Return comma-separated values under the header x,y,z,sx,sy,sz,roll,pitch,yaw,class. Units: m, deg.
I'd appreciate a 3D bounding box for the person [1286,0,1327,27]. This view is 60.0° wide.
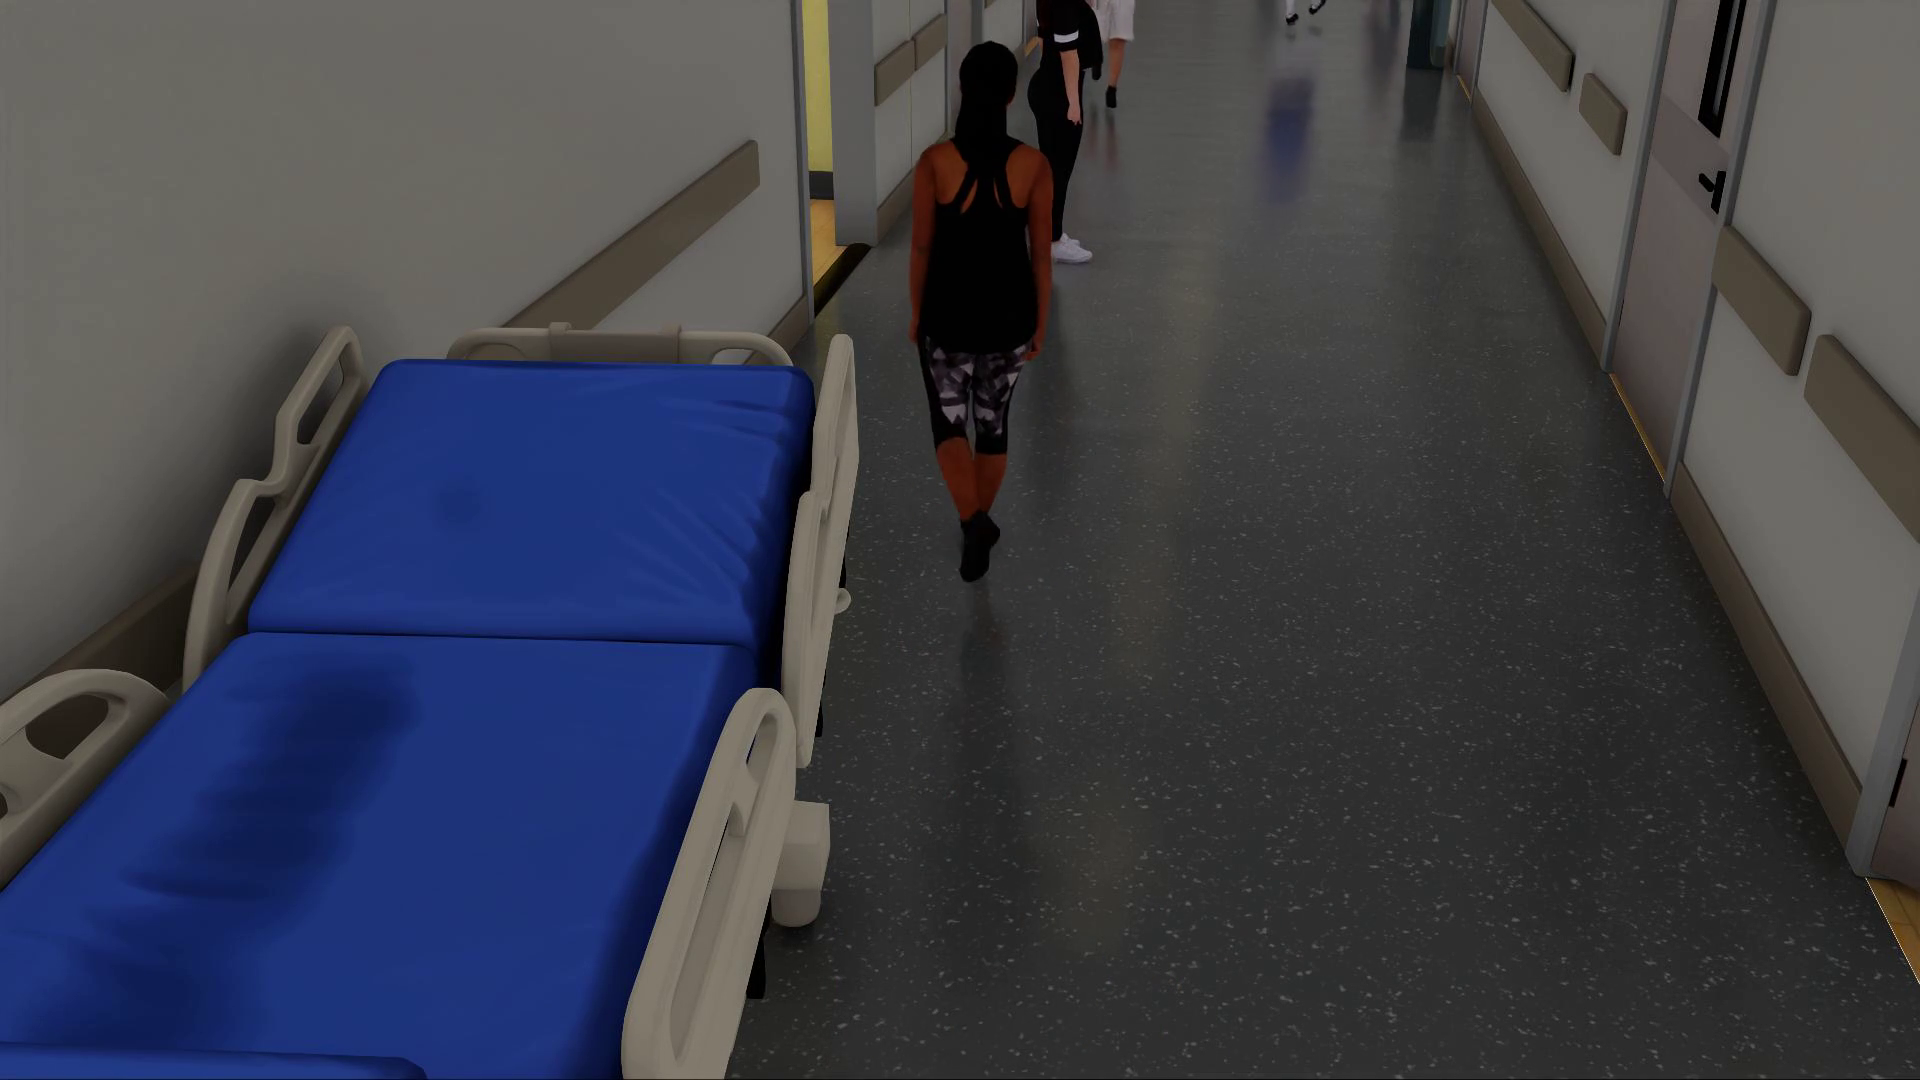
x,y,z,sx,sy,sz,roll,pitch,yaw,class
3.124,-5.570,15.050,1.140,1.790,0.898,10,27,19,person

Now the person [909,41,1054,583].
x,y,z,sx,sy,sz,roll,pitch,yaw,class
0.056,-0.645,4.996,0.923,1.651,0.810,-3,26,-5,person

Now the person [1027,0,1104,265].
x,y,z,sx,sy,sz,roll,pitch,yaw,class
0.491,-2.207,8.250,0.695,1.639,0.687,-5,26,-10,person

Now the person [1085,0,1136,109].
x,y,z,sx,sy,sz,roll,pitch,yaw,class
1.062,-3.894,11.875,0.905,1.529,0.744,-1,26,-1,person
